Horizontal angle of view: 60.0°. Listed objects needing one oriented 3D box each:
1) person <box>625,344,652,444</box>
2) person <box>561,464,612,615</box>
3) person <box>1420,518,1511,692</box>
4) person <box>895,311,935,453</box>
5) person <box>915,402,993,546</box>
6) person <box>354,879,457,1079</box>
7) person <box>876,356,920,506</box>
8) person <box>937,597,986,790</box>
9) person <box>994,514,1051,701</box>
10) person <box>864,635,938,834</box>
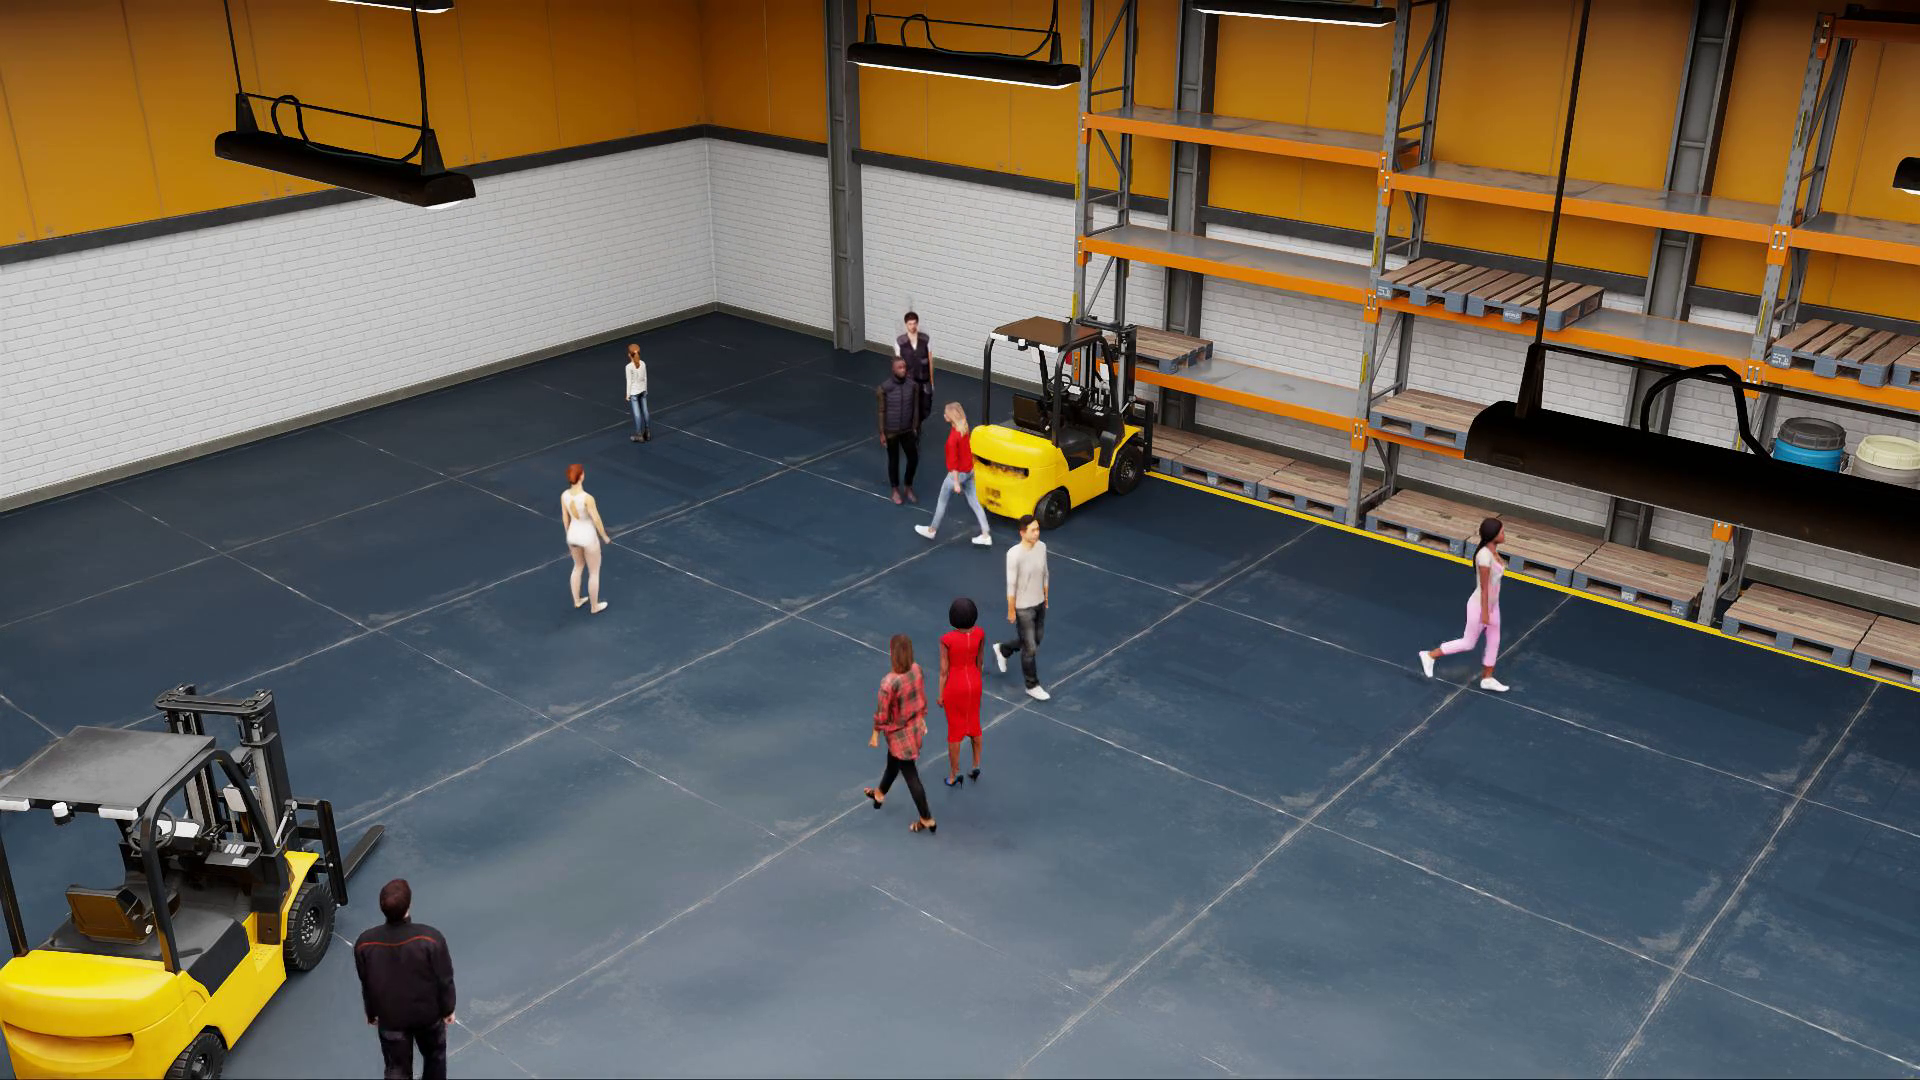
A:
[{"bbox_3d":[-4.215,-1.925,21.750,0.481,1.316,0.481,20,31,38],"label":"person"},{"bbox_3d":[-3.848,0.008,16.923,0.565,1.640,0.695,10,26,23],"label":"person"},{"bbox_3d":[4.763,0.613,15.442,1.099,1.718,0.706,12,27,26],"label":"person"},{"bbox_3d":[-0.593,-2.058,21.409,0.945,1.832,1.034,-5,24,-11],"label":"person"},{"bbox_3d":[0.078,-0.686,18.497,1.202,1.650,0.832,11,26,24],"label":"person"},{"bbox_3d":[-3.355,2.905,10.072,1.074,1.818,1.161,-4,24,-8],"label":"person"},{"bbox_3d":[-0.767,-1.319,19.725,0.825,1.826,0.827,-9,25,-19],"label":"person"},{"bbox_3d":[0.023,1.272,13.901,0.627,1.744,0.607,-13,27,-27],"label":"person"},{"bbox_3d":[0.562,0.579,15.425,0.699,1.793,1.004,-21,31,-40],"label":"person"},{"bbox_3d":[-0.388,1.583,13.293,1.030,1.660,0.669,15,28,30],"label":"person"}]
